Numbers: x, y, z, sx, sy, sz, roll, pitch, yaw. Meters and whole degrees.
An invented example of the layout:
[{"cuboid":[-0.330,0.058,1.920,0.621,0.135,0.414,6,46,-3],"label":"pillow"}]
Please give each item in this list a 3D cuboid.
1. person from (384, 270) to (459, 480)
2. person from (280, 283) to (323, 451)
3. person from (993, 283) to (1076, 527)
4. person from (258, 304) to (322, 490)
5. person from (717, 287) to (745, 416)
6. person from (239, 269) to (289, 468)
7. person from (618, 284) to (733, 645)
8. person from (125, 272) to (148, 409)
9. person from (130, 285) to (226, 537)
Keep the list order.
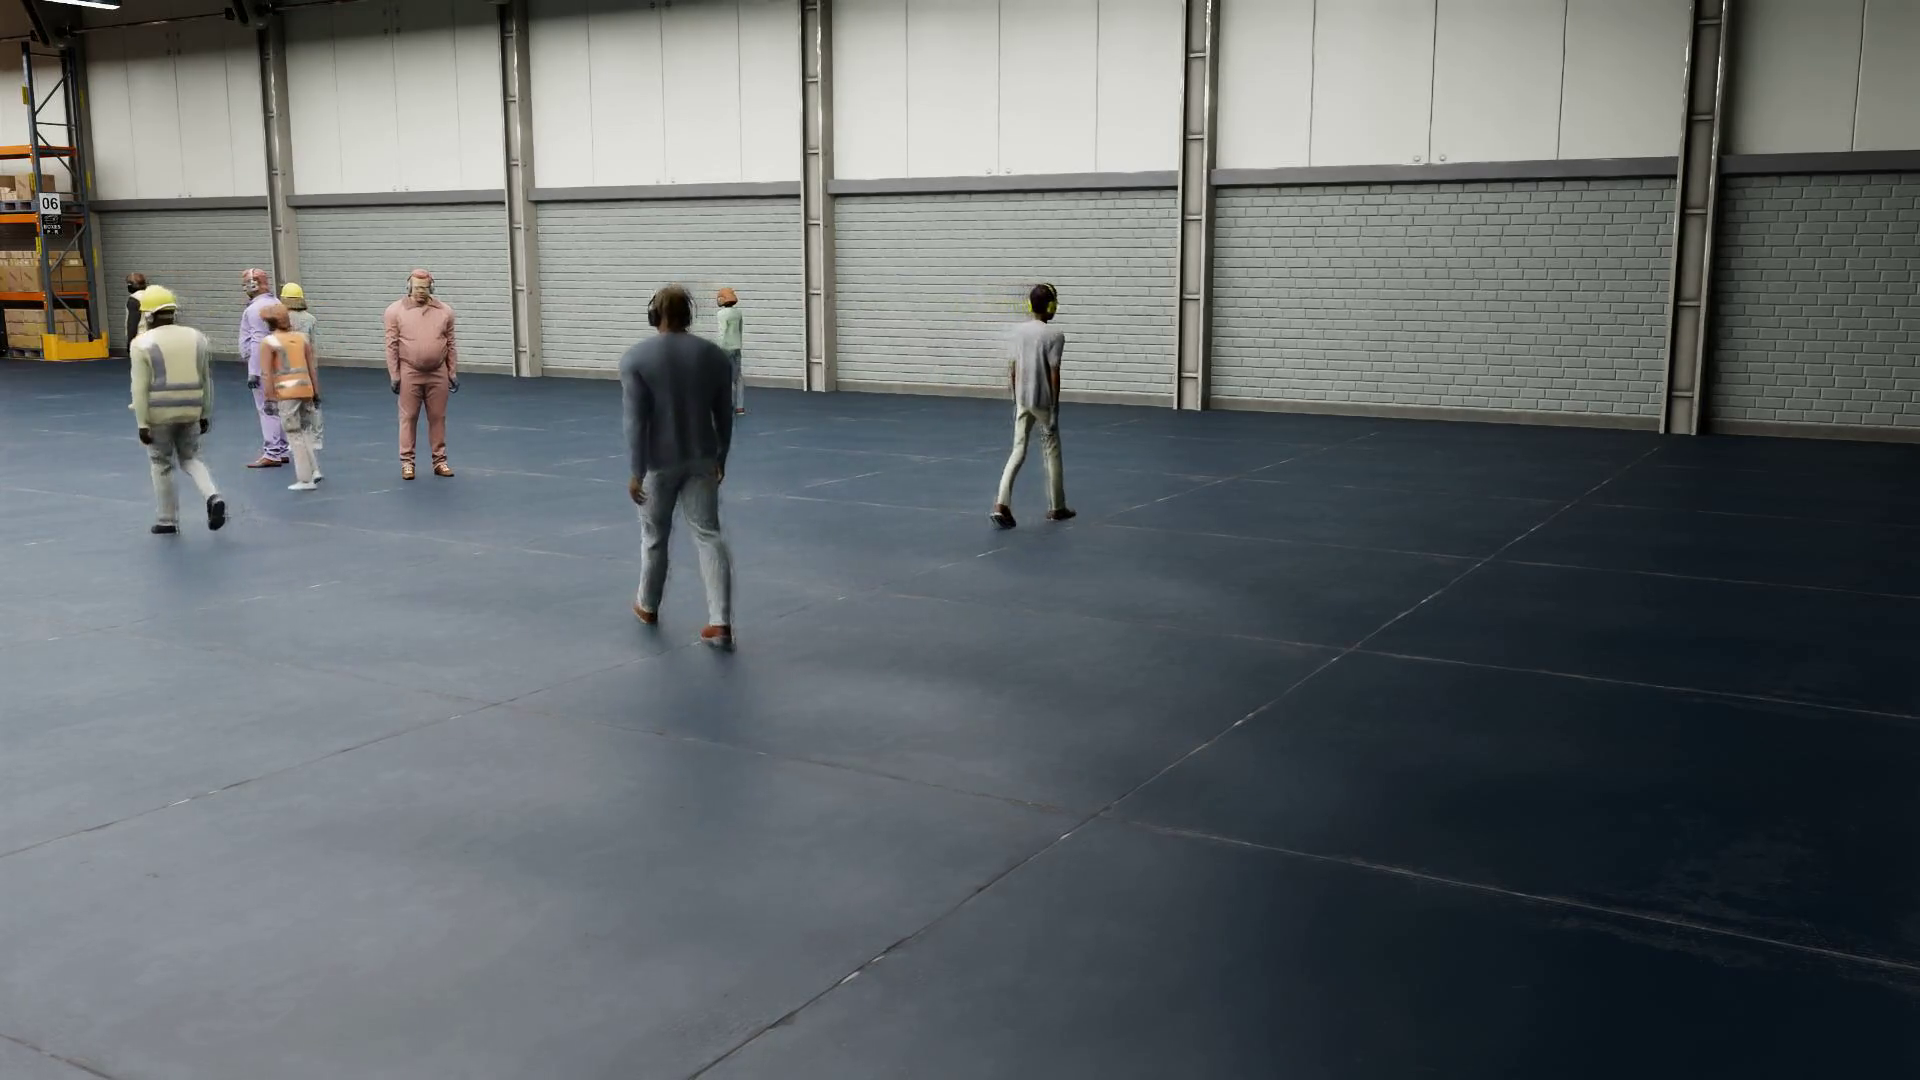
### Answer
[{"cuboid":[-4.888,-1.505,15.168,0.638,1.901,0.402,-6,11,-32],"label":"person"},{"cuboid":[-6.898,-1.794,17.312,0.295,1.744,0.484,4,11,25],"label":"person"},{"cuboid":[0.543,-1.012,12.499,0.535,1.833,0.940,6,12,33],"label":"person"},{"cuboid":[-5.767,-1.223,14.340,0.416,1.609,0.517,4,10,20],"label":"person"},{"cuboid":[-2.932,-2.393,21.144,0.273,1.631,0.507,4,11,23],"label":"person"},{"cuboid":[-6.702,-1.647,15.996,0.409,1.903,0.639,-1,10,-4],"label":"person"},{"cuboid":[-1.467,-0.401,8.796,0.653,1.880,1.038,-5,11,-27],"label":"person"},{"cuboid":[-10.659,-2.613,21.919,0.792,1.816,0.640,0,10,0],"label":"person"},{"cuboid":[-5.612,-0.906,11.886,0.590,1.819,0.605,6,12,33],"label":"person"}]
